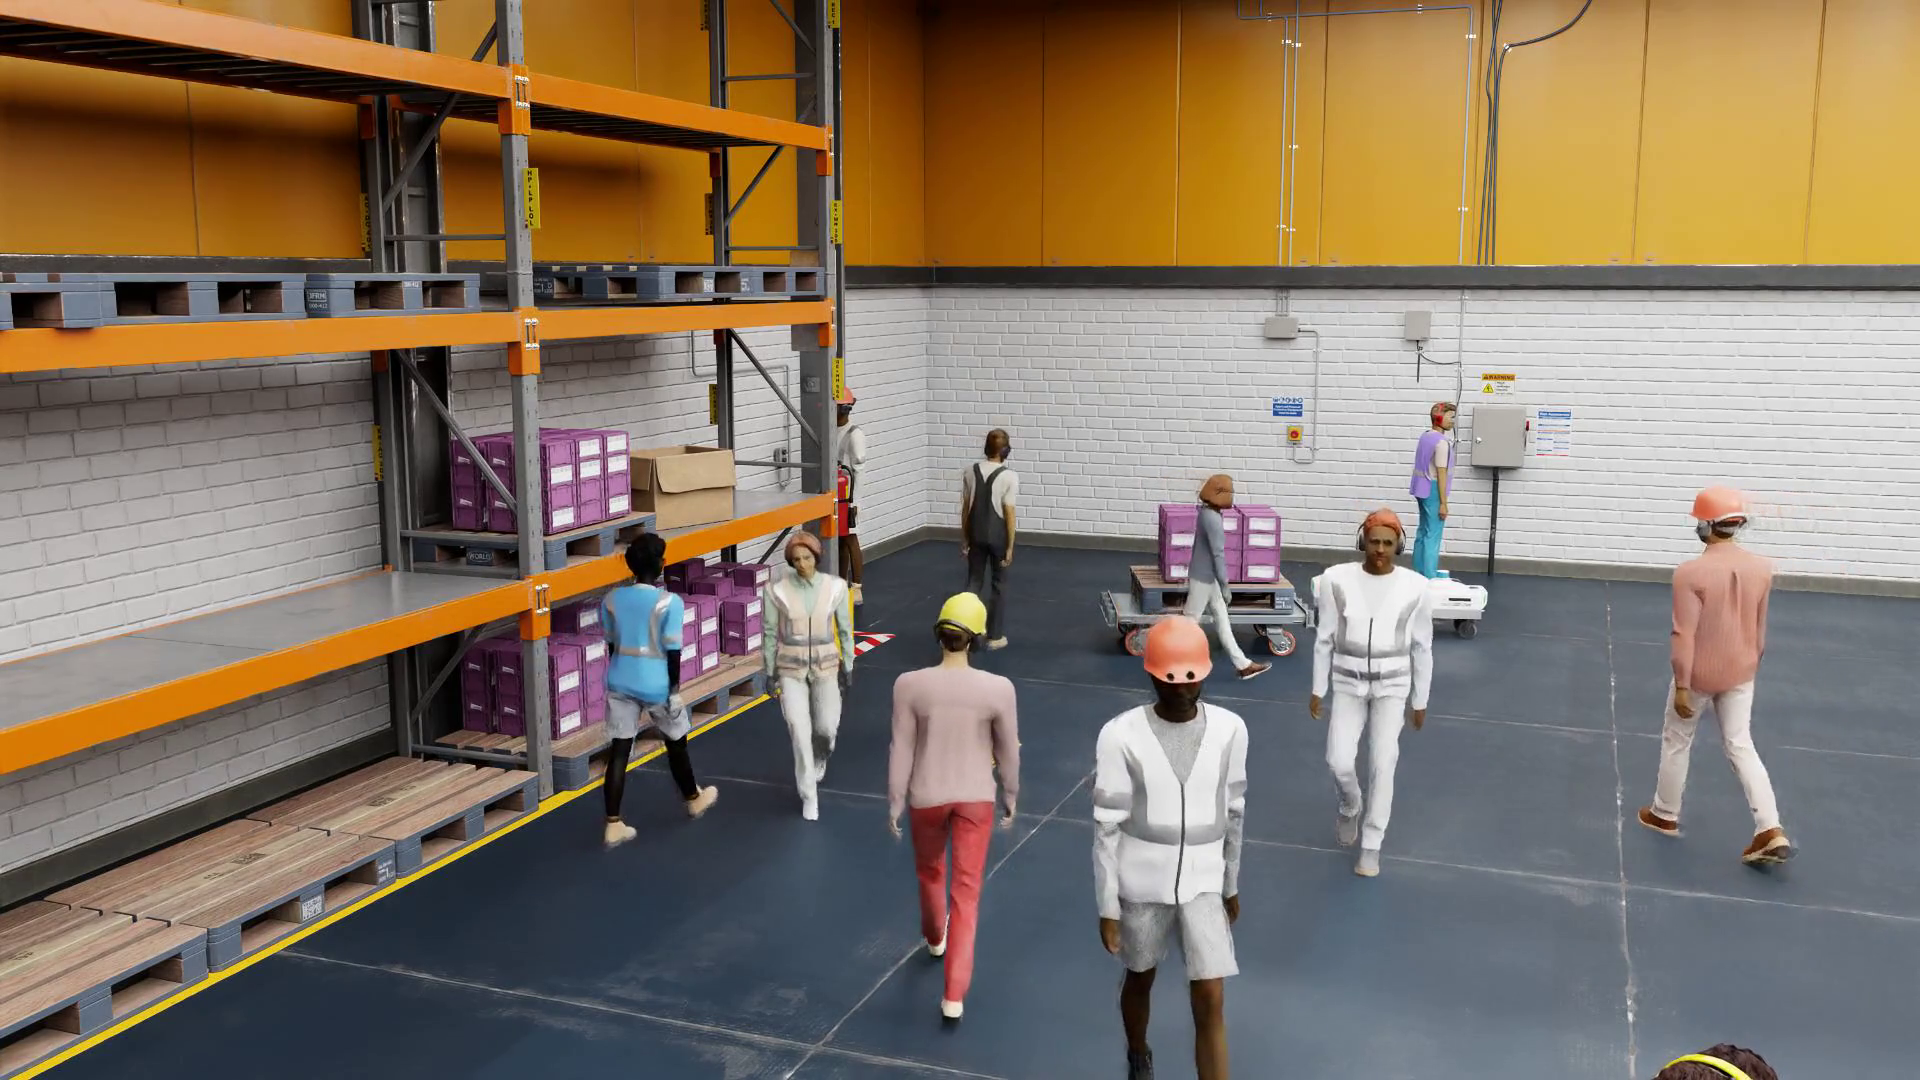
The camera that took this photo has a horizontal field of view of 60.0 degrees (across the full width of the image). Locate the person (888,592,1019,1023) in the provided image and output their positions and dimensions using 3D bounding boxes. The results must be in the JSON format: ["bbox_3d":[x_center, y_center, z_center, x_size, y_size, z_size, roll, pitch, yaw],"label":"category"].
[{"bbox_3d":[-0.020,1.078,6.978,0.541,1.718,0.945,0,9,2],"label":"person"}]

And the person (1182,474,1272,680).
[{"bbox_3d":[1.870,0.300,12.251,0.876,1.578,0.524,1,9,4],"label":"person"}]

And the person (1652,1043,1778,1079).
[{"bbox_3d":[1.146,1.691,2.635,0.328,1.872,0.510,-8,12,-42],"label":"person"}]

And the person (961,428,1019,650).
[{"bbox_3d":[0.205,0.021,13.279,0.535,1.820,0.669,4,10,25],"label":"person"}]

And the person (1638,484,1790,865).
[{"bbox_3d":[3.981,0.688,8.679,0.620,1.964,0.975,-2,9,-12],"label":"person"}]

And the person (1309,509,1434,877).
[{"bbox_3d":[2.087,0.764,8.456,0.609,1.868,0.462,3,10,18],"label":"person"}]

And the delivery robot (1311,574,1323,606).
[{"bbox_3d":[3.393,0.441,14.305,0.707,0.478,0.477,6,11,34],"label":"delivery robot"}]

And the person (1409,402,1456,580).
[{"bbox_3d":[4.468,-0.384,15.750,0.391,1.841,0.564,0,9,-3],"label":"person"}]

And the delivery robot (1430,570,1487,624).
[{"bbox_3d":[4.047,0.496,13.962,0.707,0.478,0.477,1,9,8],"label":"delivery robot"}]

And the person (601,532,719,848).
[{"bbox_3d":[-1.671,0.779,9.013,0.550,1.646,0.860,4,10,23],"label":"person"}]

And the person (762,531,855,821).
[{"bbox_3d":[-0.868,0.734,9.449,0.524,1.619,0.593,-2,9,-14],"label":"person"}]

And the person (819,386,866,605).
[{"bbox_3d":[-1.095,-0.408,15.266,0.379,2.045,0.605,-5,11,-30],"label":"person"}]

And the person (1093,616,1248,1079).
[{"bbox_3d":[0.737,1.202,5.654,0.557,1.882,0.991,-1,9,-5],"label":"person"}]
